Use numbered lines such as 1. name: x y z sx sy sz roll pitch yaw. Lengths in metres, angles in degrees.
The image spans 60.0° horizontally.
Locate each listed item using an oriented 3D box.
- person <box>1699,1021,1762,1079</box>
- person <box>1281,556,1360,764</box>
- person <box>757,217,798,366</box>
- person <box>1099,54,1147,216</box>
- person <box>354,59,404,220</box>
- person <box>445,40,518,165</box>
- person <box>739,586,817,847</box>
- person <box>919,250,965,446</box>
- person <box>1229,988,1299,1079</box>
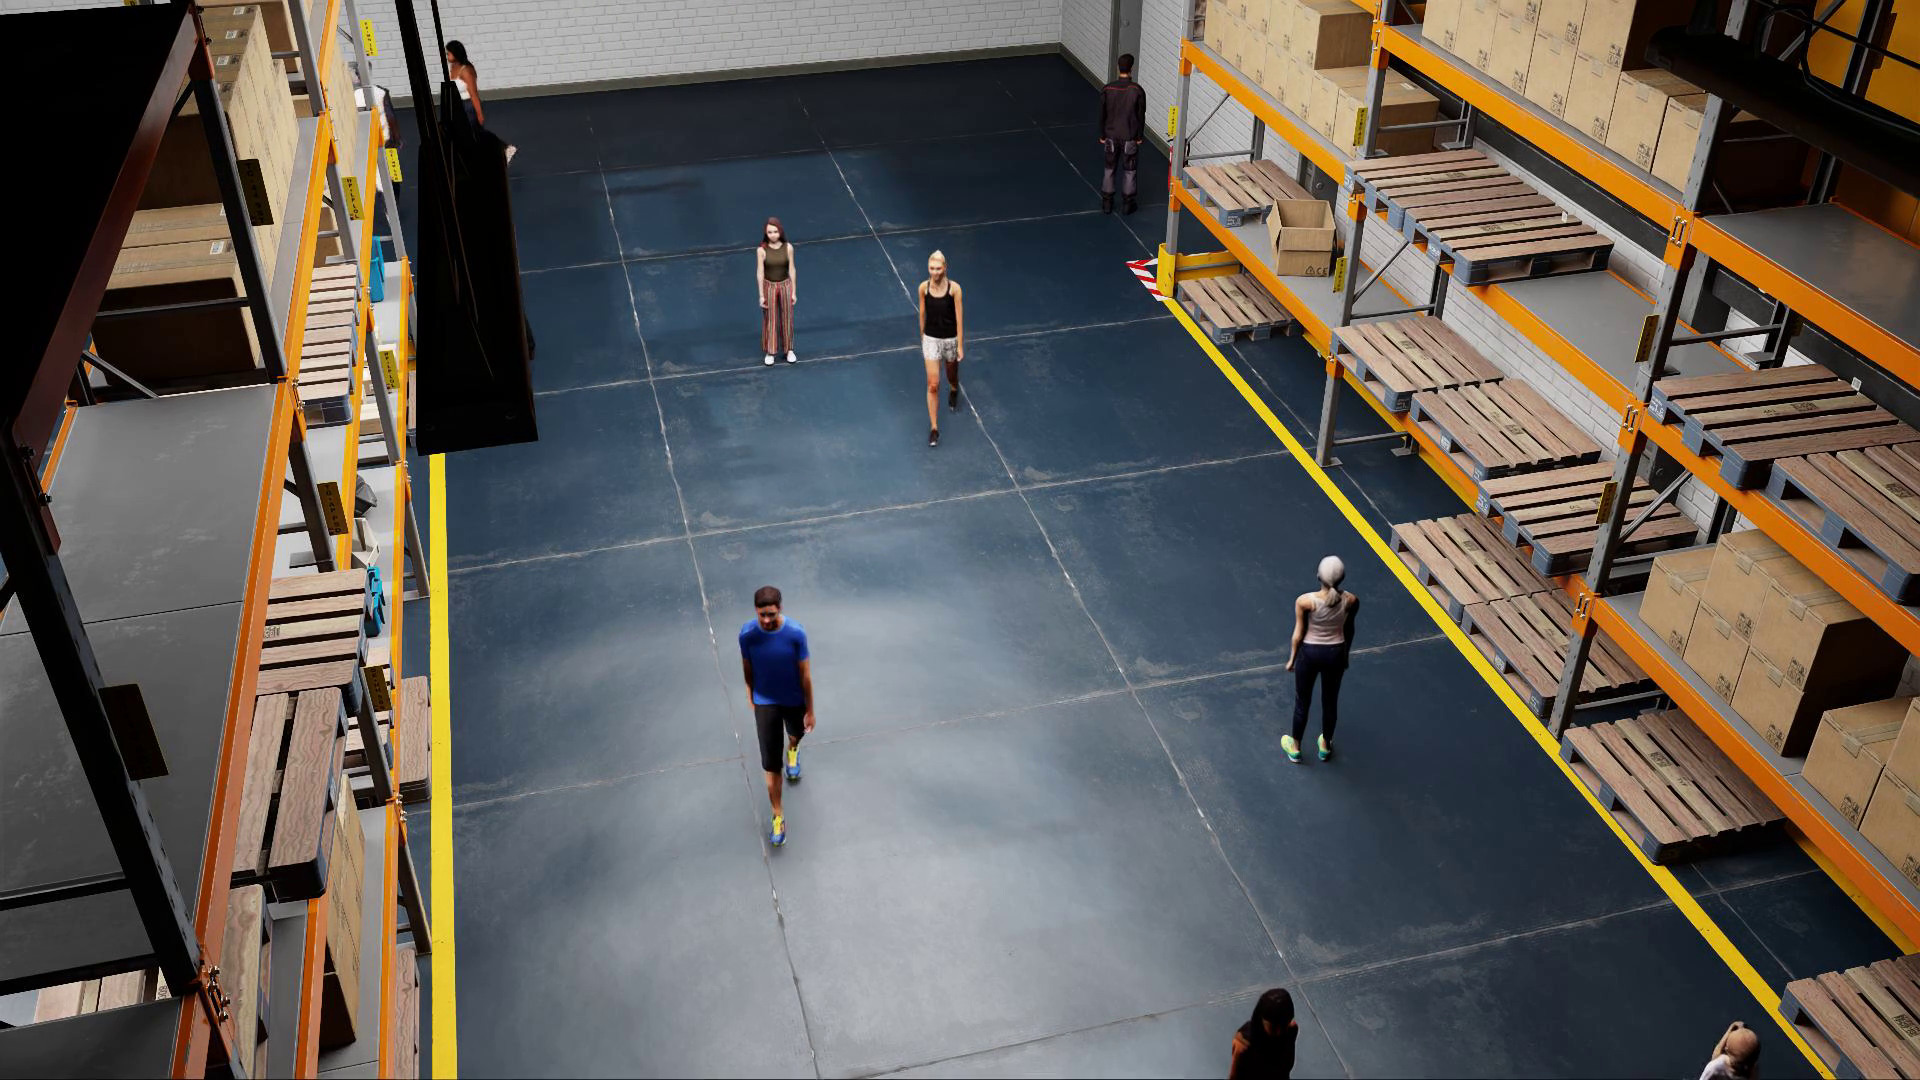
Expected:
1. person: 3.971 2.975 8.836 0.512 1.254 0.776 -11 35 -16
2. person: 2.524 0.841 11.640 0.639 1.705 0.599 -1 34 -2
3. person: -1.855 -2.538 16.852 0.559 1.562 0.529 -6 34 -9
4. person: 1.944 -4.893 20.049 0.793 1.945 0.772 7 34 10
5. person: -6.989 -4.758 19.932 0.758 1.850 1.173 -9 35 -14
6. person: -6.124 -5.461 21.062 0.963 1.770 1.195 -17 37 -23
7. person: -1.198 1.028 11.255 0.784 1.820 1.277 -2 34 -3
8. person: -0.147 -1.895 15.659 0.909 1.812 1.252 4 34 6
9. person: 1.514 2.901 8.559 0.623 1.684 0.605 -20 38 -27
